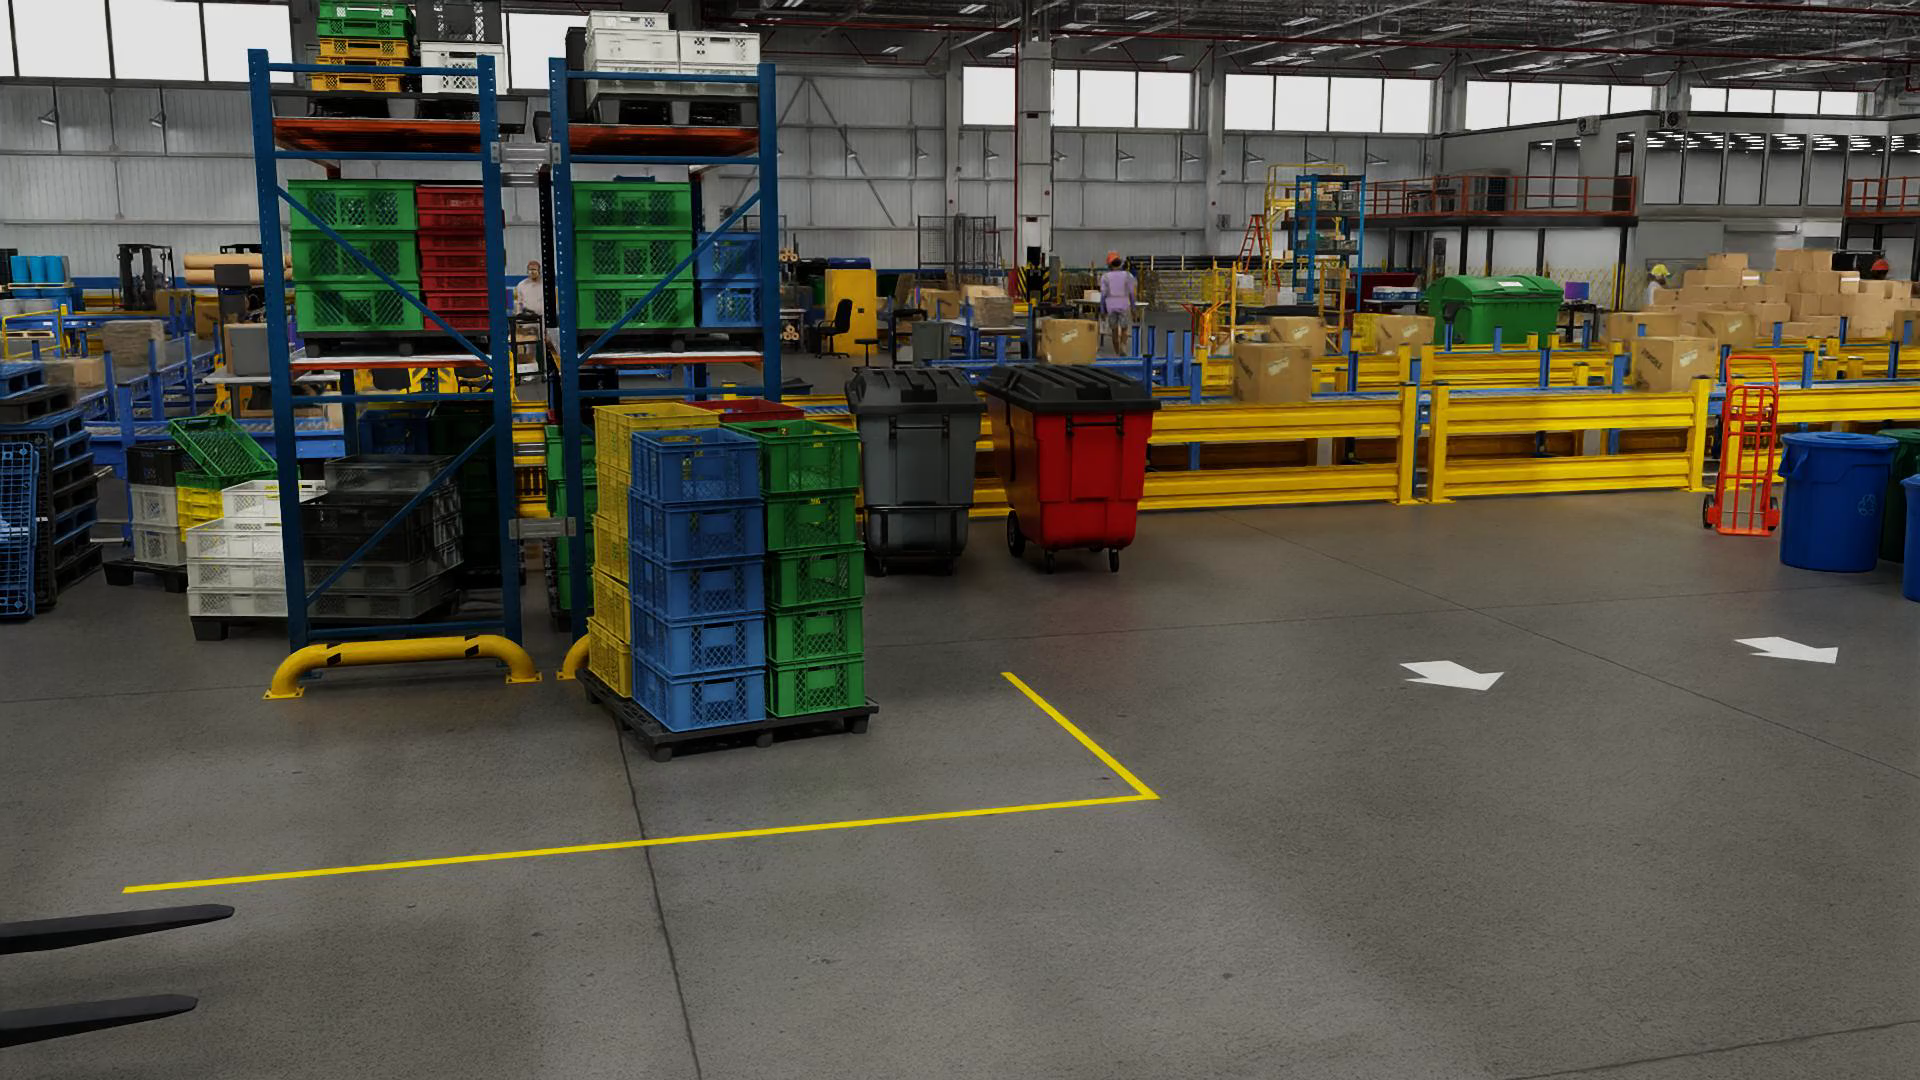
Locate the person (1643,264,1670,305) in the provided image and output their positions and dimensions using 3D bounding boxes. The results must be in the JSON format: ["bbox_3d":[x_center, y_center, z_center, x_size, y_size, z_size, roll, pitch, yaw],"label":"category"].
[{"bbox_3d":[11.983,-3.874,28.904,0.682,1.817,0.602,4,11,23],"label":"person"}]

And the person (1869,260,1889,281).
[{"bbox_3d":[14.757,-3.576,26.973,0.930,1.896,0.570,5,11,27],"label":"person"}]

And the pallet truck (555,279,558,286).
[{"bbox_3d":[-10.604,-6.375,44.520,0.653,1.274,1.630,-3,10,-15],"label":"pallet truck"}]

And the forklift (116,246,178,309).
[{"bbox_3d":[-19.966,-6.232,40.894,1.157,1.987,2.680,-3,10,-15],"label":"forklift"}]

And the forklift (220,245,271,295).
[{"bbox_3d":[-17.749,-6.334,41.440,1.157,1.987,2.680,-3,10,-17],"label":"forklift"}]

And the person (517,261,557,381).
[{"bbox_3d":[-6.681,-3.450,26.280,0.646,1.900,0.399,1,10,4],"label":"person"}]

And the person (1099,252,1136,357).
[{"bbox_3d":[2.836,-4.169,29.996,0.654,2.018,0.442,0,10,3],"label":"person"}]
